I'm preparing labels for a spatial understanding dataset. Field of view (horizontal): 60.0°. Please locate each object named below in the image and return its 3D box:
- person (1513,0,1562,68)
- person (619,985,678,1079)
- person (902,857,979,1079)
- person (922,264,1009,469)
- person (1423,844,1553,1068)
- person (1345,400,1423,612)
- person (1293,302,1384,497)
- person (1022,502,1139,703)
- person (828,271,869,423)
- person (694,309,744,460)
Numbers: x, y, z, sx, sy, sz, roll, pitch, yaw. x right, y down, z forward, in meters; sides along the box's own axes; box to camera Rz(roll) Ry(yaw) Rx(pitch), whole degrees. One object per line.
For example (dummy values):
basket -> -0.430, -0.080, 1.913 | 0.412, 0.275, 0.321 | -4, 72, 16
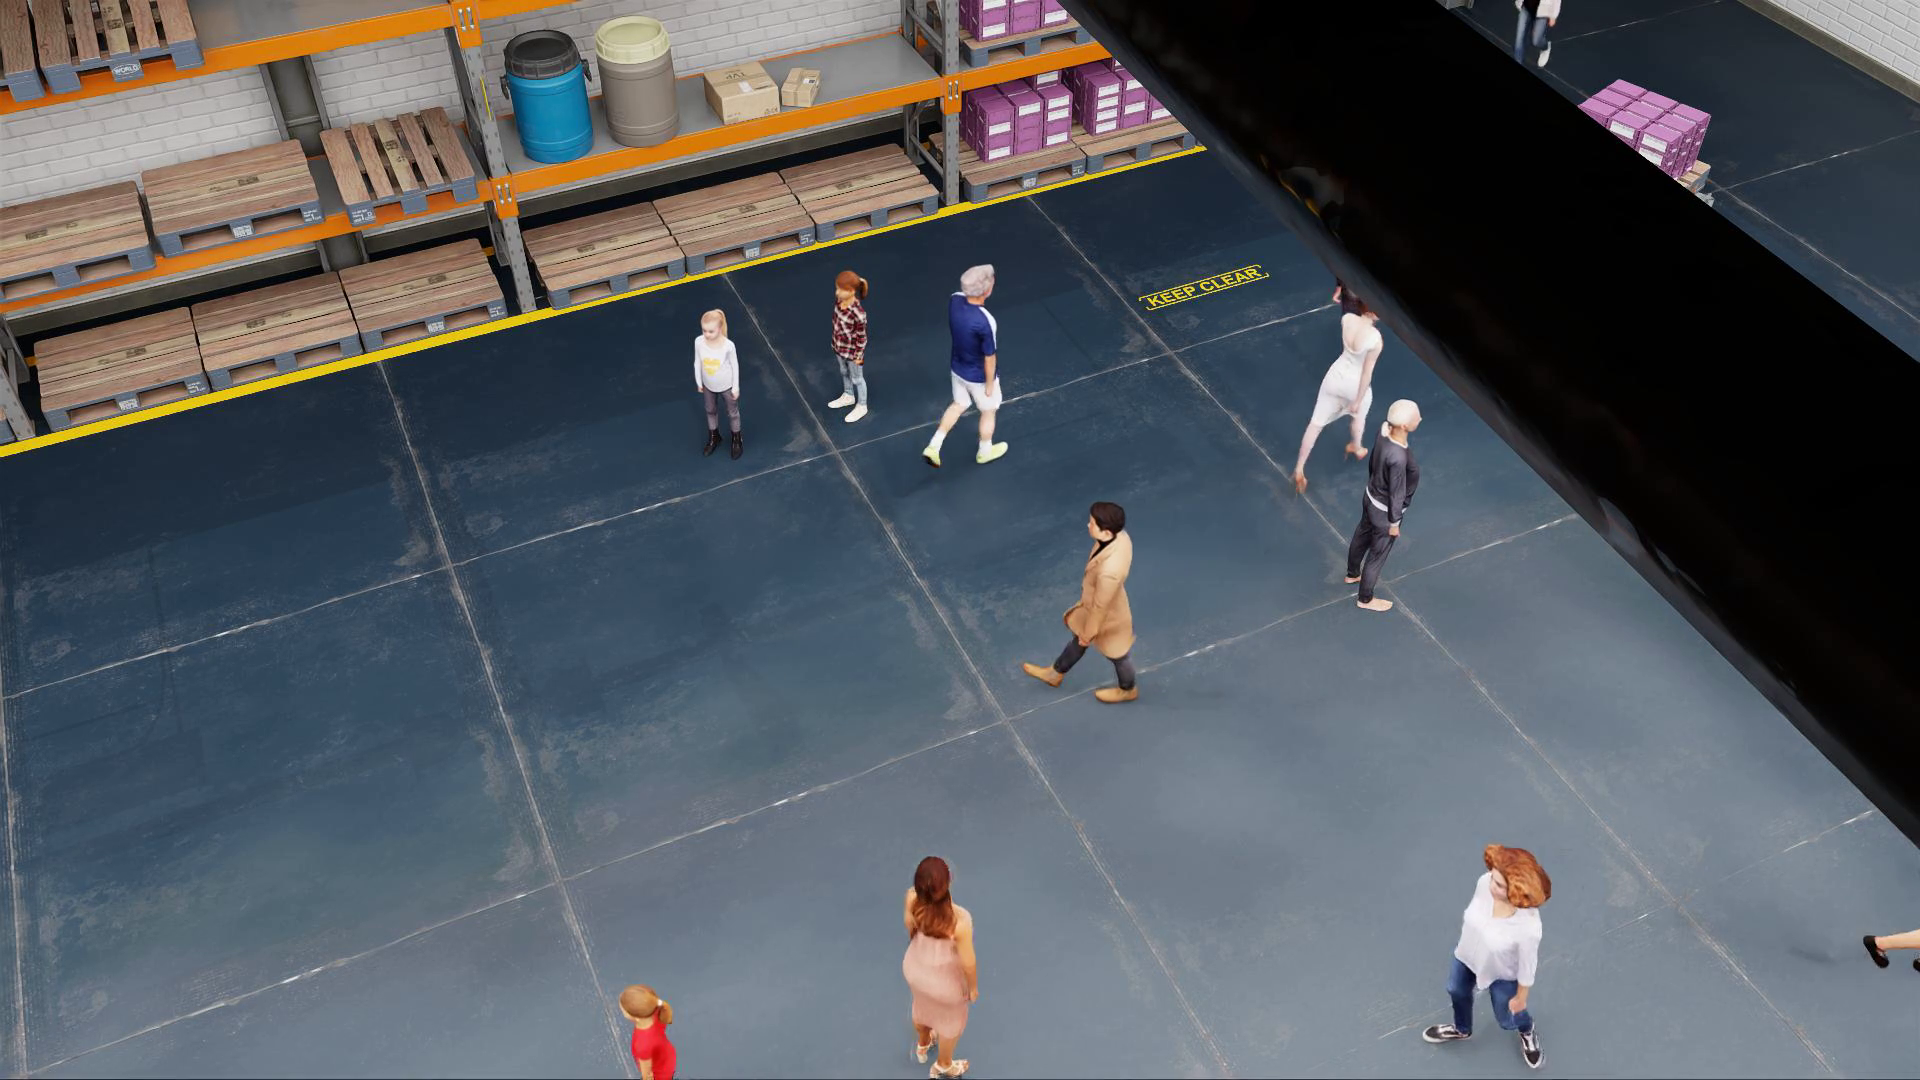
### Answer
person -> 5.814, -5.368, 16.665 | 0.838, 1.619, 1.014 | 32, 52, 29
person -> -1.471, 2.676, 8.454 | 0.704, 1.299, 0.625 | 1, 44, 1
person -> -0.131, 2.217, 8.554 | 0.698, 1.826, 0.675 | 34, 53, 30
person -> 0.035, -1.217, 12.164 | 1.072, 1.819, 0.841 | -32, 52, -29
person -> 2.847, 2.184, 8.696 | 0.803, 1.678, 0.727 | -24, 49, -23
person -> 2.860, -0.261, 11.227 | 0.615, 1.727, 0.658 | -6, 44, -6
person -> 2.712, -1.053, 12.044 | 1.089, 1.746, 0.759 | -29, 51, -27
person -> 1.008, 0.440, 10.512 | 1.132, 1.697, 0.962 | 2, 44, 2
person -> -0.848, -1.519, 12.852 | 0.585, 1.306, 0.573 | -28, 50, -26
person -> -1.815, -1.190, 12.526 | 0.570, 1.279, 0.640 | 8, 44, 8
